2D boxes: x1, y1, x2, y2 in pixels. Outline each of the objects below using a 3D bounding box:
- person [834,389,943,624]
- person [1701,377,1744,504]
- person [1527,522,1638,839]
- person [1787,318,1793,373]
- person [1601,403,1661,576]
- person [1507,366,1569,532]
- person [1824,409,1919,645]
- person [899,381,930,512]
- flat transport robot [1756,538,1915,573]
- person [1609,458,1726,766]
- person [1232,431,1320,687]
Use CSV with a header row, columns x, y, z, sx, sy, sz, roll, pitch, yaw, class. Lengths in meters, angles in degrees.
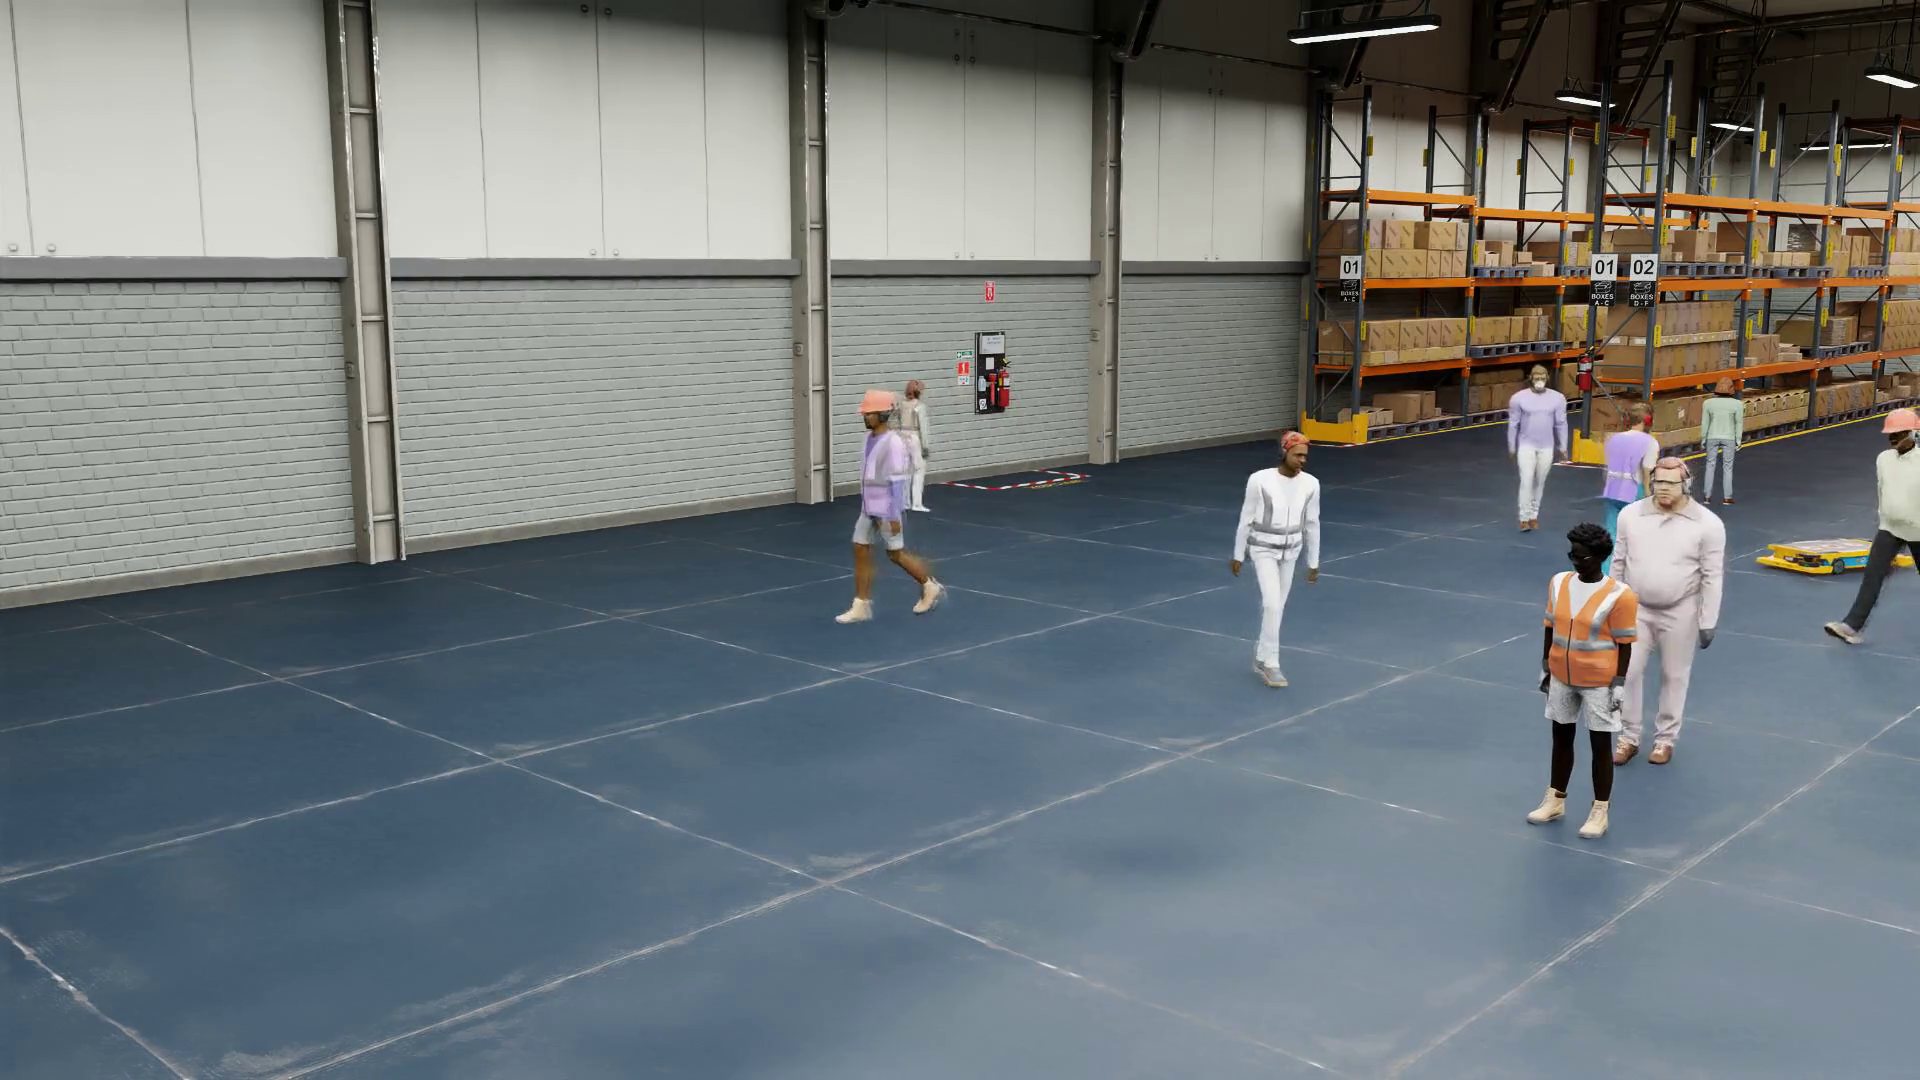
x,y,z,sx,sy,sz,roll,pitch,yaw,class
-0.611,-0.295,14.259,0.950,2.015,0.616,-6,11,-32,person
9.766,-1.270,21.333,0.497,1.633,0.285,6,11,34,person
3.338,0.740,8.901,0.322,1.692,0.530,-7,12,-36,person
17.533,-3.699,35.143,0.510,1.953,0.646,-9,13,-44,person
6.170,-0.338,15.108,0.889,1.803,0.561,-4,10,-25,person
6.626,-1.029,19.030,0.650,1.902,0.904,1,9,7,person
7.544,-0.089,13.300,1.150,1.911,0.645,-4,10,-23,person
-0.587,-1.154,20.666,0.318,1.626,0.544,-8,12,-40,person
8.857,0.150,16.817,1.431,0.197,0.652,-4,10,-21,flat transport robot
4.210,0.452,10.039,0.673,1.887,0.657,7,12,36,person
2.338,0.138,12.082,0.607,1.849,0.717,-3,10,-20,person
